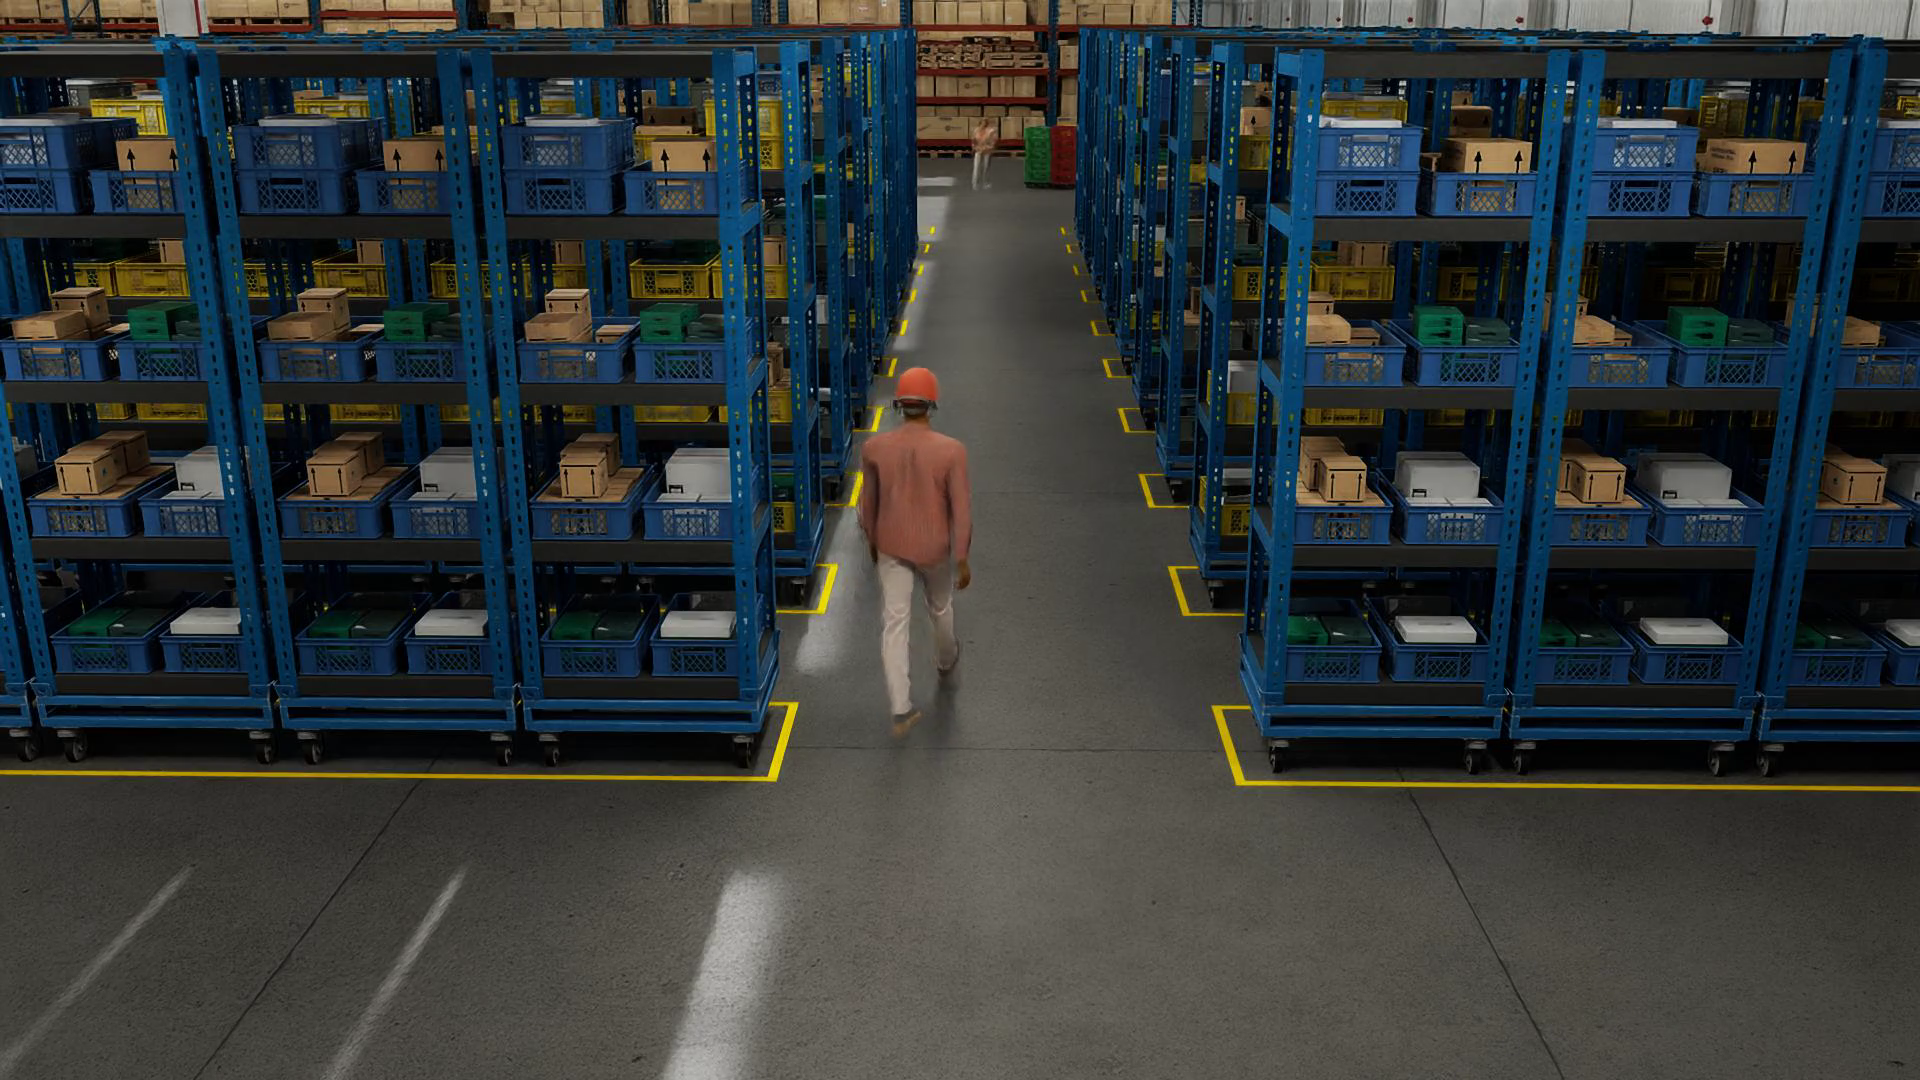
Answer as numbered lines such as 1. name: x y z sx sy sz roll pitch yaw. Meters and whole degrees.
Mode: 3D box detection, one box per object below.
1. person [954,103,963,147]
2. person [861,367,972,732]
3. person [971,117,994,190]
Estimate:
1. person: 0.216 -12.661 49.790 0.908 1.797 0.610 -4 18 -13
2. person: -0.227 0.004 9.170 0.645 1.930 1.061 3 18 10
3. person: 0.515 -8.747 37.633 0.519 1.605 0.795 3 18 9
